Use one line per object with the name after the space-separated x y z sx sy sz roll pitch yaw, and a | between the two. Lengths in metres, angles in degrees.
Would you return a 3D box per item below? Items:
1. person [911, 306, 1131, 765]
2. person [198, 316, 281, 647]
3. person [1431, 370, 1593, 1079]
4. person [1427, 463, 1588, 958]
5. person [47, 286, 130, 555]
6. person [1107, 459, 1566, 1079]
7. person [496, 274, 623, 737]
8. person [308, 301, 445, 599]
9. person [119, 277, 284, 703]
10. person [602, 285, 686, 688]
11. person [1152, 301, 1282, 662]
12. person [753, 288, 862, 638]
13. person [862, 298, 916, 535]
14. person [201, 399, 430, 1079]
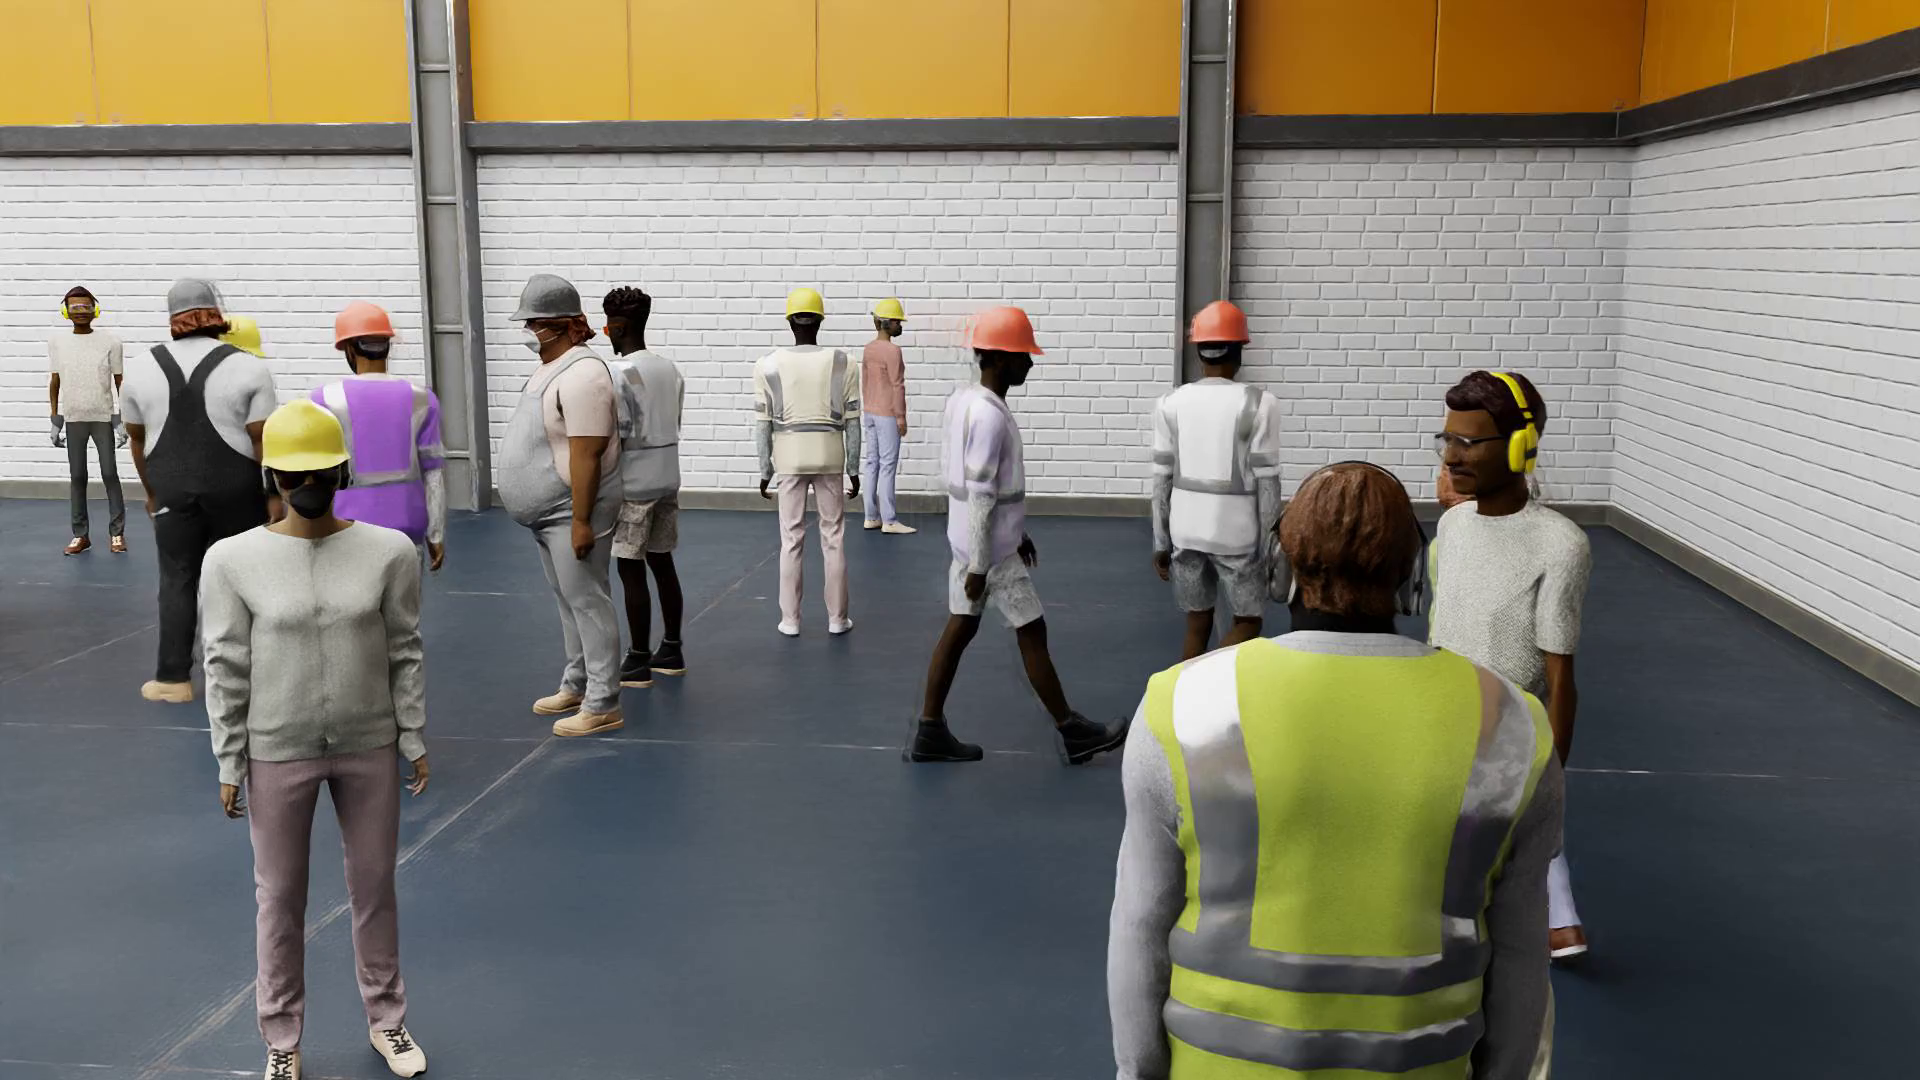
0.232 0.003 6.816 0.936 1.893 0.558 -2 10 -10 | person
-3.566 -0.199 8.212 0.580 1.801 0.687 5 11 28 | person
1.218 0.541 3.843 0.325 1.862 0.506 -4 11 -19 | person
1.602 0.456 5.063 0.503 1.593 0.828 -6 11 -29 | person
-6.103 -0.831 11.649 0.517 1.876 0.324 -3 10 -14 | person
0.536 0.793 2.478 0.640 1.833 0.429 0 10 1 | person
-1.770 -0.167 7.369 0.536 2.000 0.684 -5 11 -26 | person
-2.440 -0.042 7.012 0.578 1.910 0.628 -7 12 -34 | person
-3.570 -0.267 7.943 0.718 2.000 0.536 -1 10 -6 | person
-1.574 -0.261 8.166 0.391 1.956 0.608 4 11 23 | person
1.030 -0.018 6.856 0.556 1.920 0.566 6 12 31 | person
-0.830 -0.416 9.138 0.585 1.921 0.373 -1 10 -5 | person
-0.552 -0.926 12.511 0.329 1.764 0.524 -6 12 -31 | person
-1.595 0.528 4.176 0.525 1.769 0.310 -6 12 -31 | person
